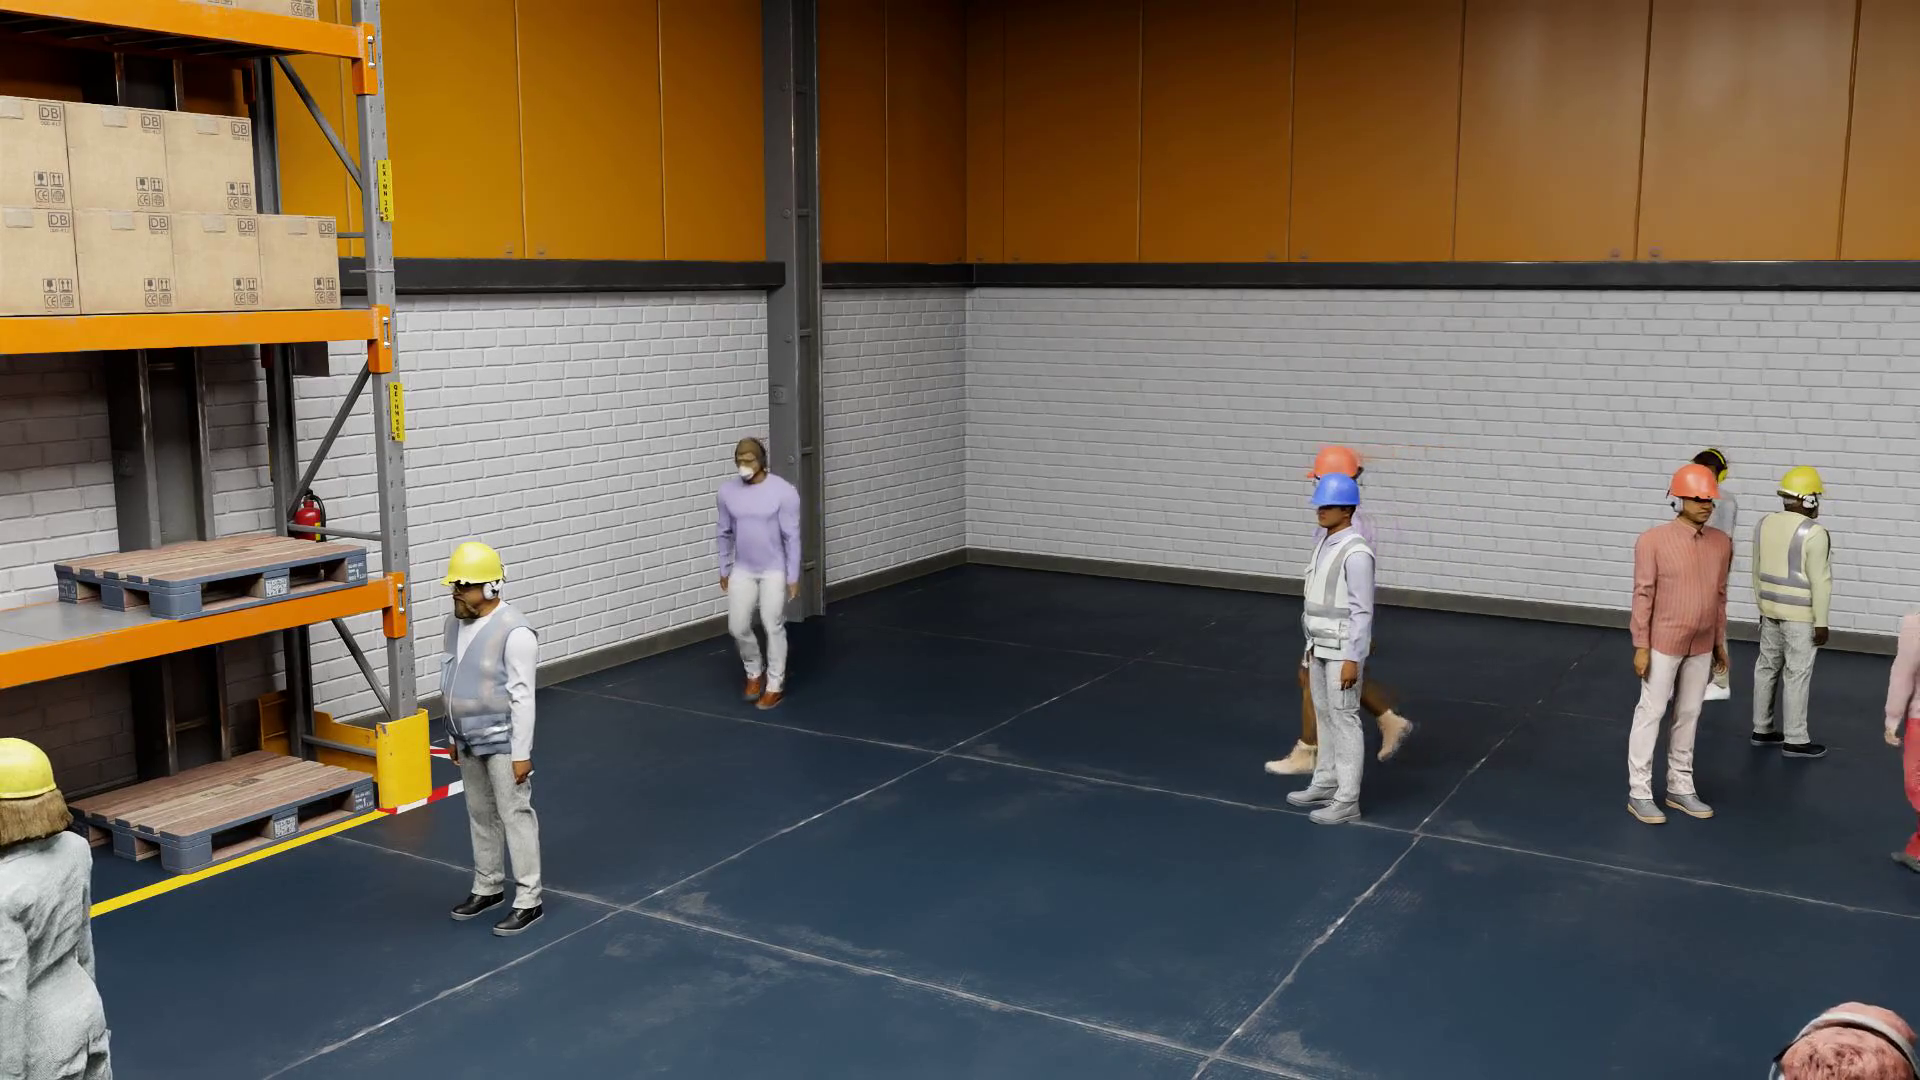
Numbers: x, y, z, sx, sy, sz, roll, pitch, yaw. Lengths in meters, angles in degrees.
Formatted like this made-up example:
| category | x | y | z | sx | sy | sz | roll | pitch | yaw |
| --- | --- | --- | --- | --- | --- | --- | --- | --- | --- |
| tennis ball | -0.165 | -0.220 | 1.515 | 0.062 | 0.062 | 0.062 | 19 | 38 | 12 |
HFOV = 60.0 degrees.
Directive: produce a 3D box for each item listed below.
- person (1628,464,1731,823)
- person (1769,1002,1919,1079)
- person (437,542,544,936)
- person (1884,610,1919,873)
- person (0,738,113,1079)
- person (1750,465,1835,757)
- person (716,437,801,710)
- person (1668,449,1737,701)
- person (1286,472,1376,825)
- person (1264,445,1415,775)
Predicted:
| category | x | y | z | sx | sy | sz | roll | pitch | yaw |
| --- | --- | --- | --- | --- | --- | --- | --- | --- | --- |
| person | 3.995 | 0.568 | 9.214 | 0.611 | 1.996 | 0.378 | -3 | 9 | -16 |
| person | 1.369 | 1.666 | 2.676 | 0.634 | 1.900 | 0.398 | 7 | 12 | 38 |
| person | -2.174 | 0.904 | 7.673 | 0.591 | 1.823 | 0.405 | 7 | 12 | 38 |
| person | 4.824 | 0.870 | 8.119 | 0.539 | 1.742 | 0.782 | -1 | 9 | -4 |
| person | -2.625 | 1.412 | 4.732 | 0.312 | 1.744 | 0.487 | 0 | 9 | 0 |
| person | 5.261 | 0.444 | 10.491 | 0.404 | 1.836 | 0.590 | -3 | 9 | -15 |
| person | -1.399 | 0.232 | 11.556 | 0.669 | 1.918 | 0.418 | 3 | 9 | 16 |
| person | 5.168 | 0.268 | 11.609 | 0.794 | 1.823 | 0.555 | -3 | 10 | -17 |
| person | 2.076 | 0.590 | 9.226 | 0.391 | 1.946 | 0.615 | -2 | 9 | -9 |
| person | 2.315 | 0.429 | 10.023 | 0.852 | 2.022 | 0.618 | 1 | 9 | 5 |
